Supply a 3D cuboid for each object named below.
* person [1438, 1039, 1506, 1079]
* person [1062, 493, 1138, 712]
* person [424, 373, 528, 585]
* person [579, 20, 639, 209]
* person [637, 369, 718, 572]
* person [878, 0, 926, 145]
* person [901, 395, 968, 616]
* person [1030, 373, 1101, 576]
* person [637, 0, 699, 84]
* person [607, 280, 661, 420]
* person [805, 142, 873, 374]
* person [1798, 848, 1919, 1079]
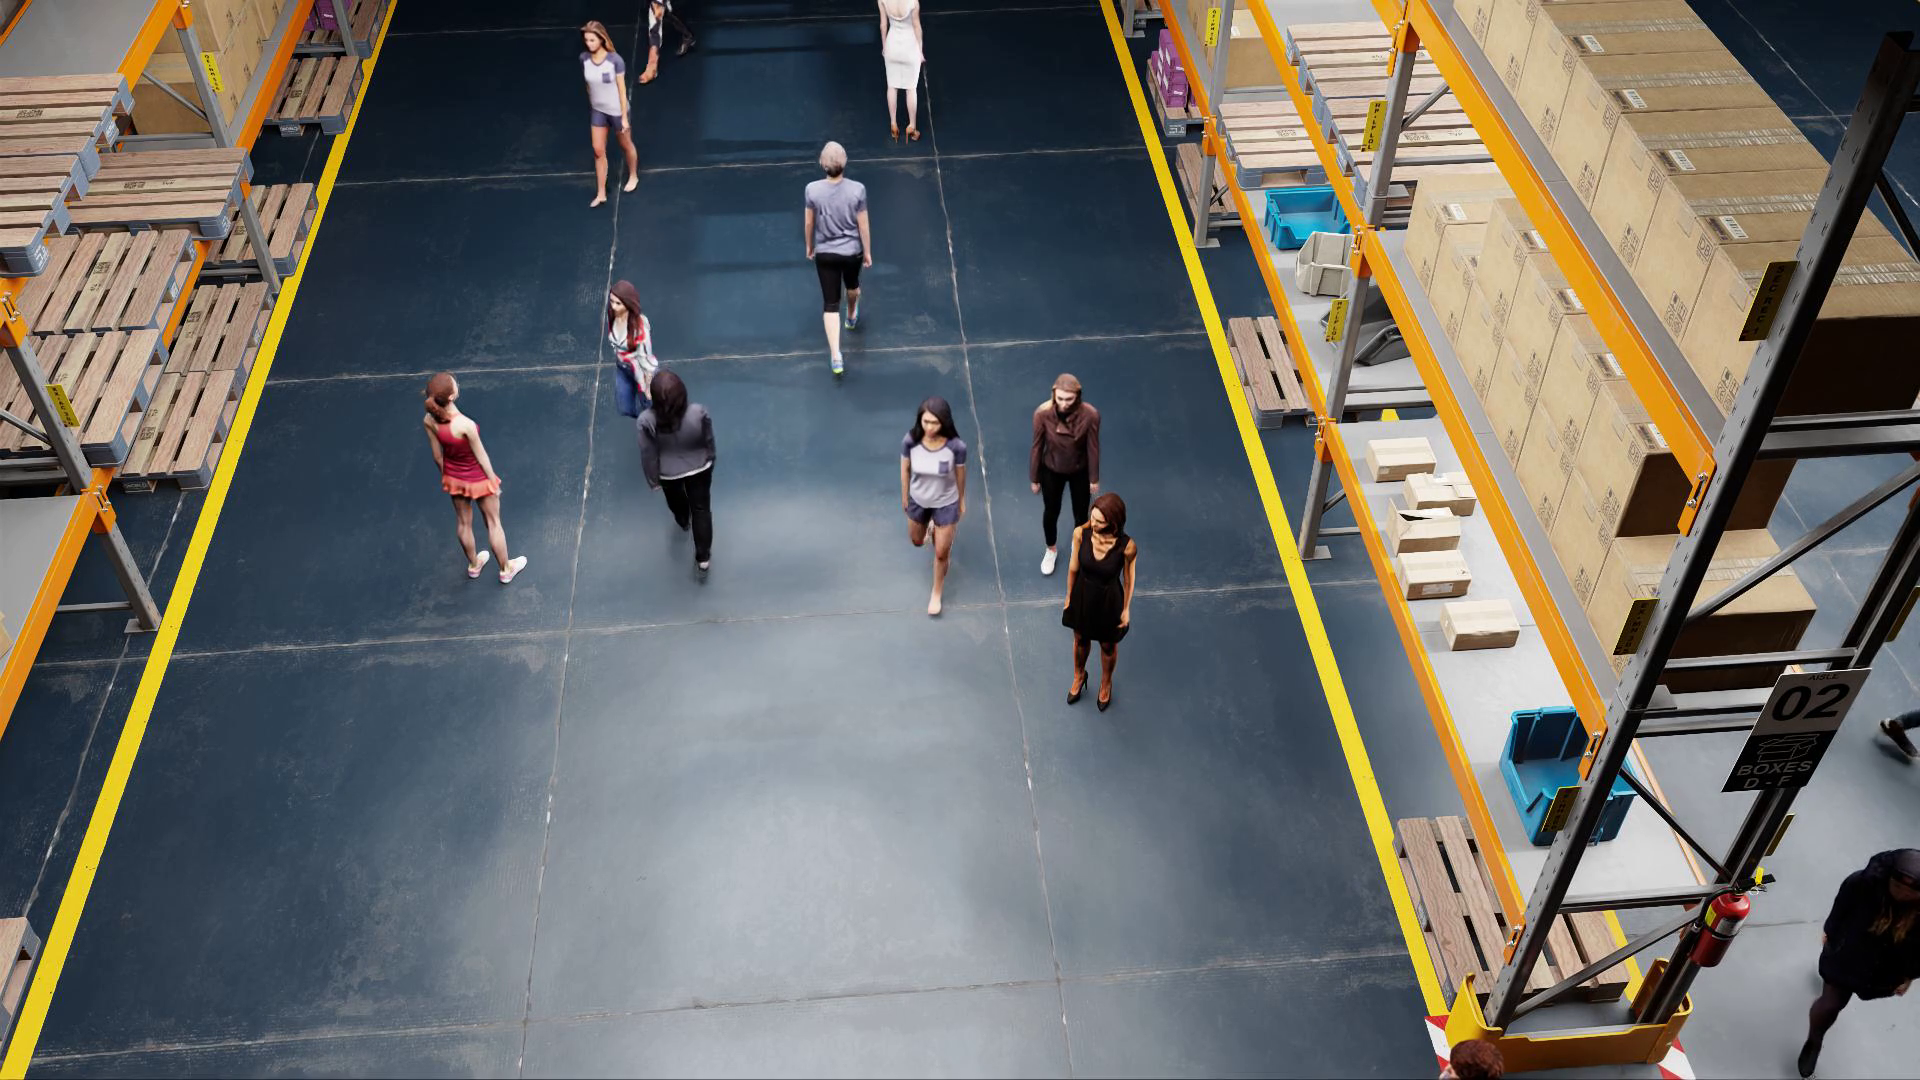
[{"bbox_3d":[2.327,2.851,7.905,0.642,1.651,0.468,-1,44,-1],"label":"person"},{"bbox_3d":[0.868,0.403,10.342,0.663,1.834,0.670,15,46,15],"label":"person"},{"bbox_3d":[-3.332,-0.418,11.261,0.638,1.753,0.654,10,44,10],"label":"person"},{"bbox_3d":[-3.095,-3.890,14.941,0.812,1.705,0.981,10,45,11],"label":"person"},{"bbox_3d":[-1.906,-0.476,11.450,0.690,1.577,1.034,-5,44,-6],"label":"person"},{"bbox_3d":[-0.554,-4.558,15.580,0.629,1.791,0.602,13,45,13],"label":"person"},{"bbox_3d":[-0.155,-0.315,11.201,0.751,1.688,0.995,6,44,7],"label":"person"},{"bbox_3d":[0.743,-0.480,11.367,0.664,1.698,0.606,3,44,4],"label":"person"},{"bbox_3d":[-2.978,-5.609,16.640,1.207,1.850,1.260,30,51,28],"label":"person"},{"bbox_3d":[-2.325,-1.275,12.270,0.749,1.604,0.800,23,48,22],"label":"person"},{"bbox_3d":[-0.958,-2.174,13.044,0.657,1.838,1.210,-3,44,-3],"label":"person"},{"bbox_3d":[4.762,2.095,8.697,1.001,1.653,1.172,16,46,17],"label":"person"}]
